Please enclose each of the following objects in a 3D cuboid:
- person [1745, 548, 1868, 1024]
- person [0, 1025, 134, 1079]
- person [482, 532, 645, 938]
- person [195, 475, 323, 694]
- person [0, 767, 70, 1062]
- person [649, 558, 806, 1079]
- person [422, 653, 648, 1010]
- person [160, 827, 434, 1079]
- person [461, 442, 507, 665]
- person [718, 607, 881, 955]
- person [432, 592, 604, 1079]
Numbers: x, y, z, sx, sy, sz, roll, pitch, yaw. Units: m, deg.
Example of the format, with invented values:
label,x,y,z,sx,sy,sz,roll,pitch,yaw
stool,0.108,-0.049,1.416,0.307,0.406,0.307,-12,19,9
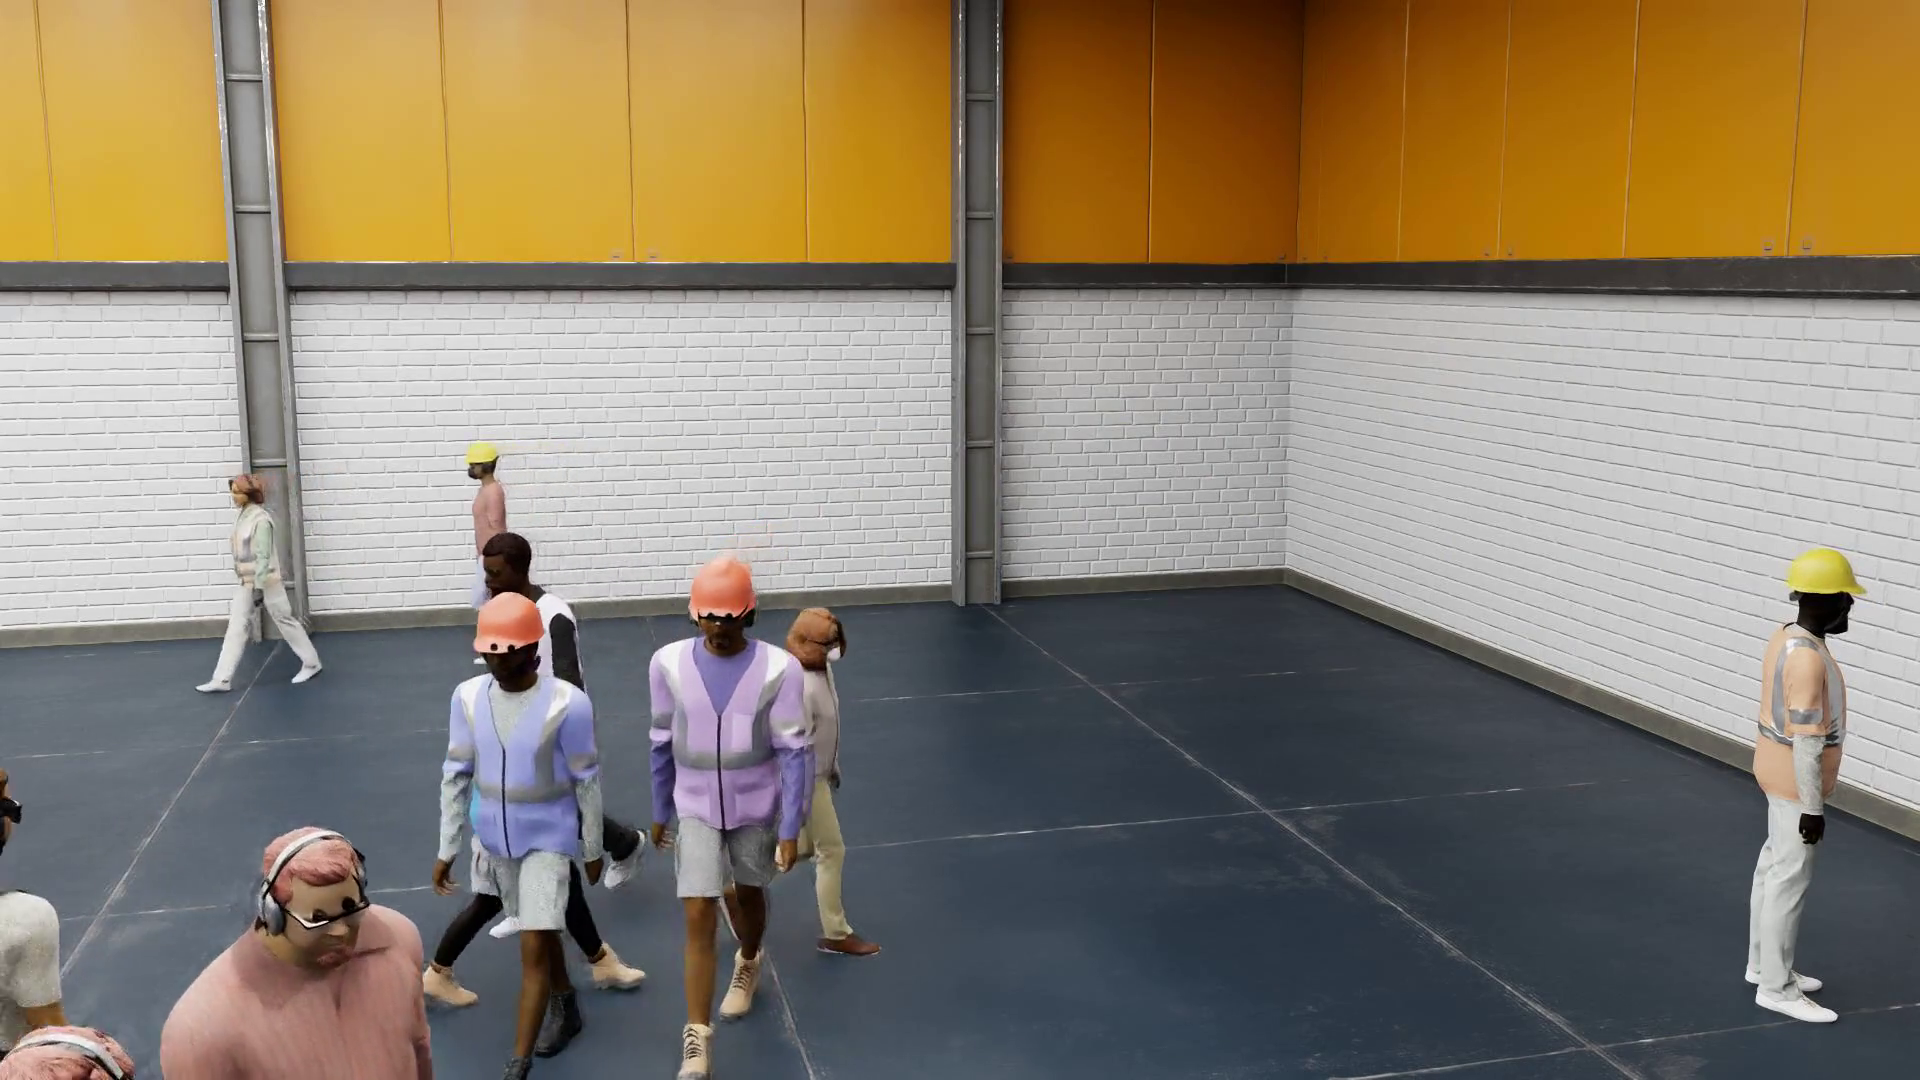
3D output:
label,x,y,z,sx,sy,sz,roll,pitch,yaw
person,3.458,0.986,6.832,0.359,1.930,0.587,3,10,18
person,-1.435,1.685,2.715,0.636,1.848,1.021,2,9,11
person,-1.863,0.863,7.753,0.620,1.884,0.735,7,12,39
person,-5.100,0.312,12.108,0.526,1.589,0.912,8,12,43
person,-2.498,1.454,4.220,0.545,1.830,0.514,1,9,4
person,-0.901,1.034,6.395,0.623,1.970,1.096,0,9,0
person,-1.817,1.131,6.850,0.907,1.626,0.526,0,9,2
person,-1.401,1.520,3.784,0.994,1.839,0.703,7,11,36
person,-3.647,0.118,12.801,0.368,1.750,0.541,-4,10,-23
person,-0.727,1.066,7.334,0.681,1.603,0.515,1,9,3
person,-1.642,1.119,6.142,0.566,1.882,0.969,3,9,16
